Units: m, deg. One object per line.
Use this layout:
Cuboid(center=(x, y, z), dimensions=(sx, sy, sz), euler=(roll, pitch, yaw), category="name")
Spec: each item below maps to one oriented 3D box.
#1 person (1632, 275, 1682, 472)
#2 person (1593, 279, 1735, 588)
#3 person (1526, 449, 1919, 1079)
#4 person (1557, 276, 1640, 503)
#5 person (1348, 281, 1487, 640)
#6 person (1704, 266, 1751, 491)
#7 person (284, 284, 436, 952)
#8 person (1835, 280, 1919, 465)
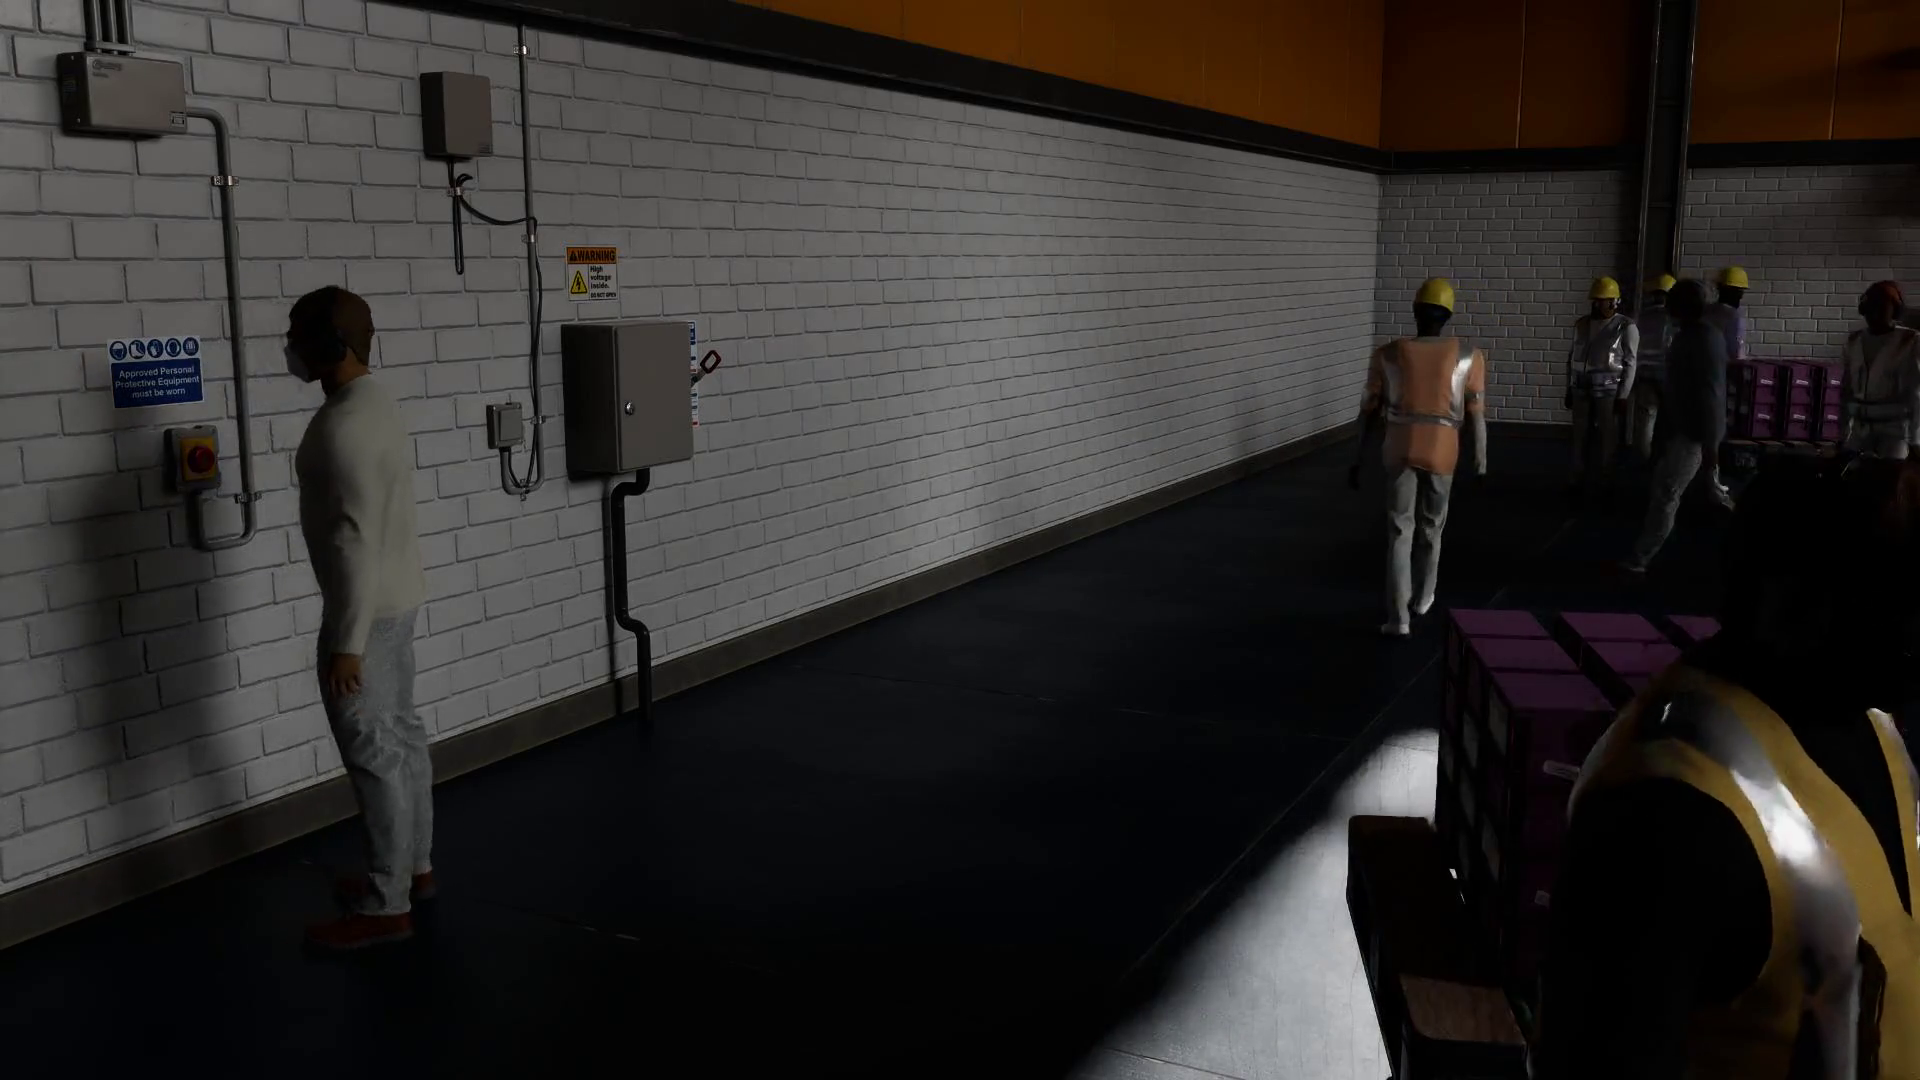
Cuboid(center=(6.444, -1.522, 15.307), dimensions=(0.450, 1.818, 0.626), euler=(-7, 12, -34), category="person")
Cuboid(center=(4.436, -0.626, 9.992), dimensions=(1.013, 1.887, 0.639), euler=(2, 10, 13), category="person")
Cuboid(center=(0.996, 0.797, 1.945), dimensions=(0.869, 1.801, 0.641), euler=(8, 12, 37), category="person")
Cuboid(center=(5.195, -1.226, 13.570), dimensions=(0.404, 1.834, 0.589), euler=(-8, 13, -38), category="person")
Cuboid(center=(2.451, -0.440, 8.922), dimensions=(0.696, 1.859, 0.987), euler=(2, 10, 13), category="person")
Cuboid(center=(6.406, -1.347, 14.043), dimensions=(0.413, 1.908, 0.603), euler=(-3, 10, -15), category="person")
Cuboid(center=(-1.768, 0.215, 4.934), dimensions=(0.359, 1.937, 0.634), euler=(-2, 10, -12), category="person")
Cuboid(center=(5.616, -0.643, 10.120), dimensions=(0.462, 1.860, 0.651), euler=(-3, 10, -18), category="person")
